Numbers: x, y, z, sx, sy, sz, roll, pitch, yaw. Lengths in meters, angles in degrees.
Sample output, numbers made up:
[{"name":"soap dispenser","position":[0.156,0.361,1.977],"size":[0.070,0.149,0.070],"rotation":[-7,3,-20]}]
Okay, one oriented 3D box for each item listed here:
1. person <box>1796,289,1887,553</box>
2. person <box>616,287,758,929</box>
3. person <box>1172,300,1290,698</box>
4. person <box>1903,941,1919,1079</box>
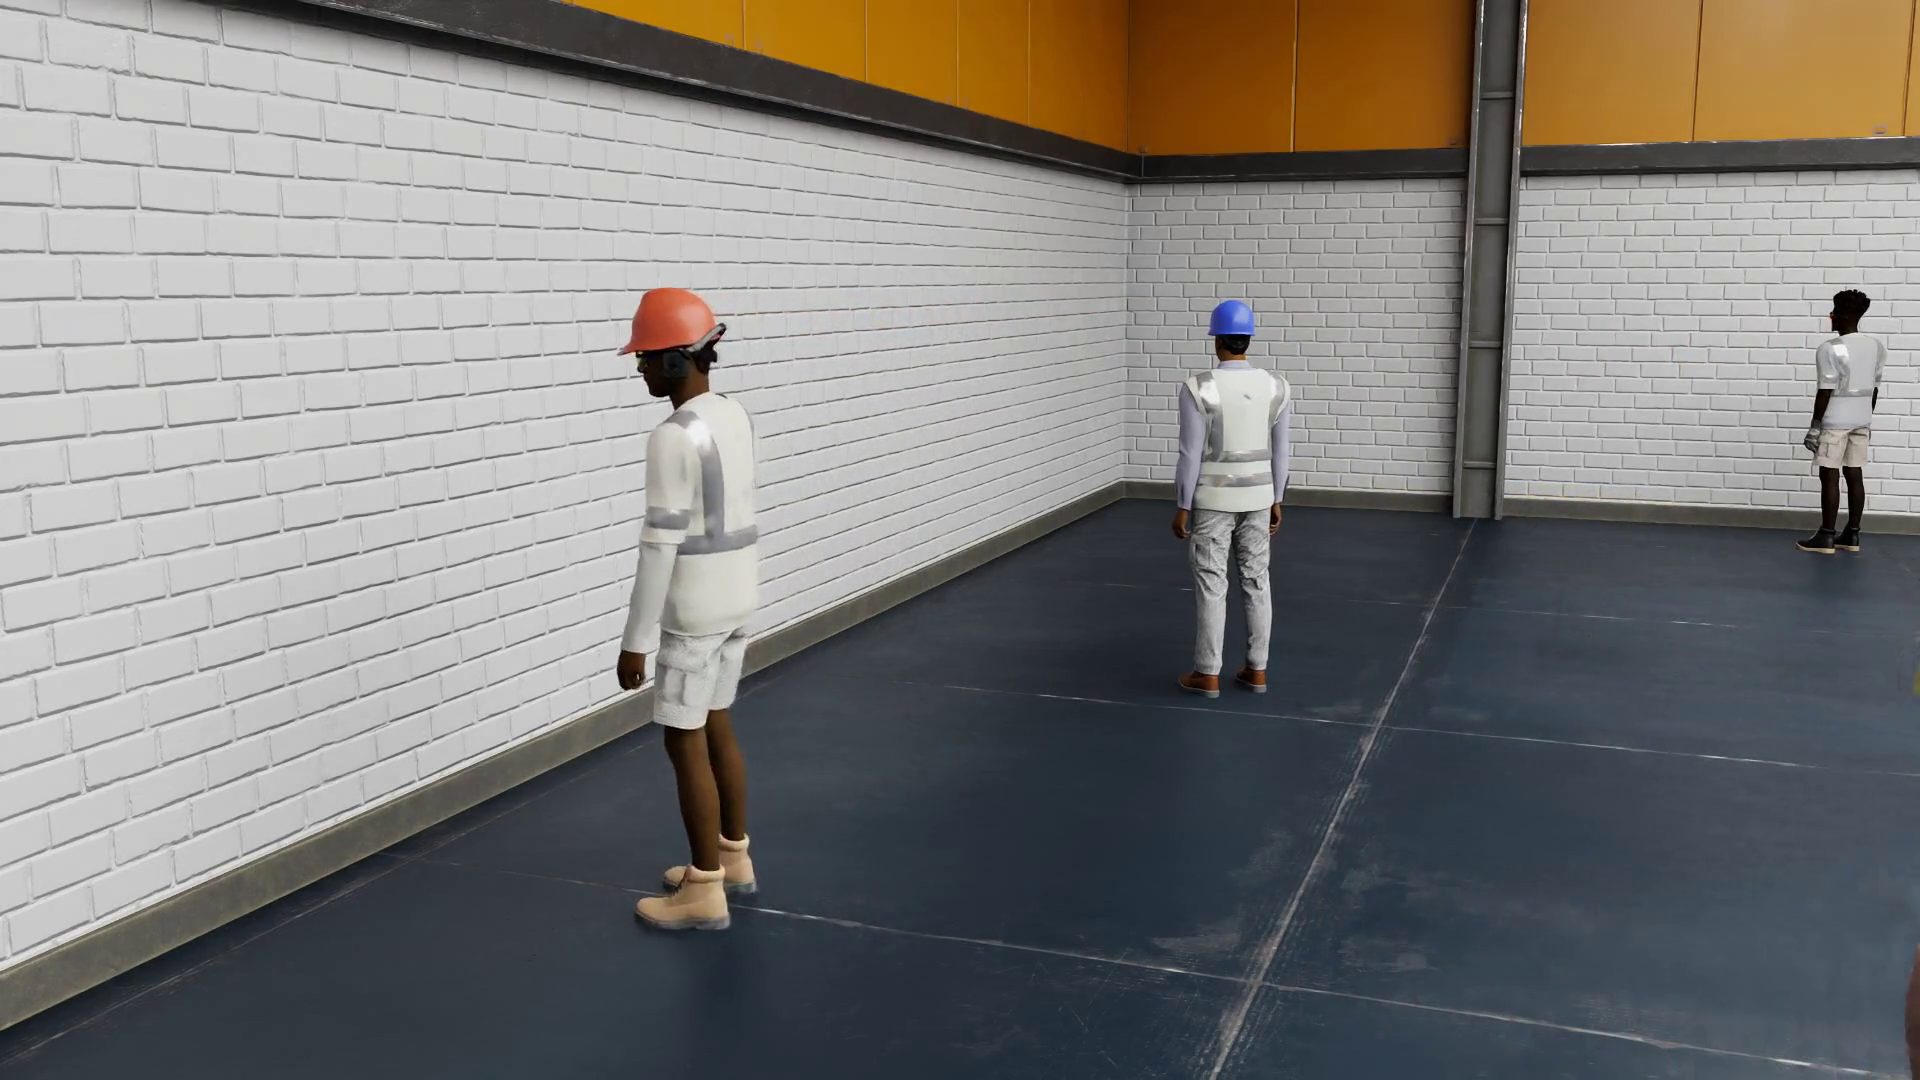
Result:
[{"name":"person","position":[6.575,-0.879,12.410],"size":[0.606,1.966,0.367],"rotation":[-4,10,-21]},{"name":"person","position":[-0.851,0.225,5.276],"size":[0.397,2.034,0.630],"rotation":[2,9,14]},{"name":"person","position":[1.327,-0.197,8.183],"size":[0.614,1.946,0.390],"rotation":[-3,10,-20]},{"name":"person","position":[1.215,0.923,1.801],"size":[0.538,1.748,0.622],"rotation":[-4,10,-25]}]
